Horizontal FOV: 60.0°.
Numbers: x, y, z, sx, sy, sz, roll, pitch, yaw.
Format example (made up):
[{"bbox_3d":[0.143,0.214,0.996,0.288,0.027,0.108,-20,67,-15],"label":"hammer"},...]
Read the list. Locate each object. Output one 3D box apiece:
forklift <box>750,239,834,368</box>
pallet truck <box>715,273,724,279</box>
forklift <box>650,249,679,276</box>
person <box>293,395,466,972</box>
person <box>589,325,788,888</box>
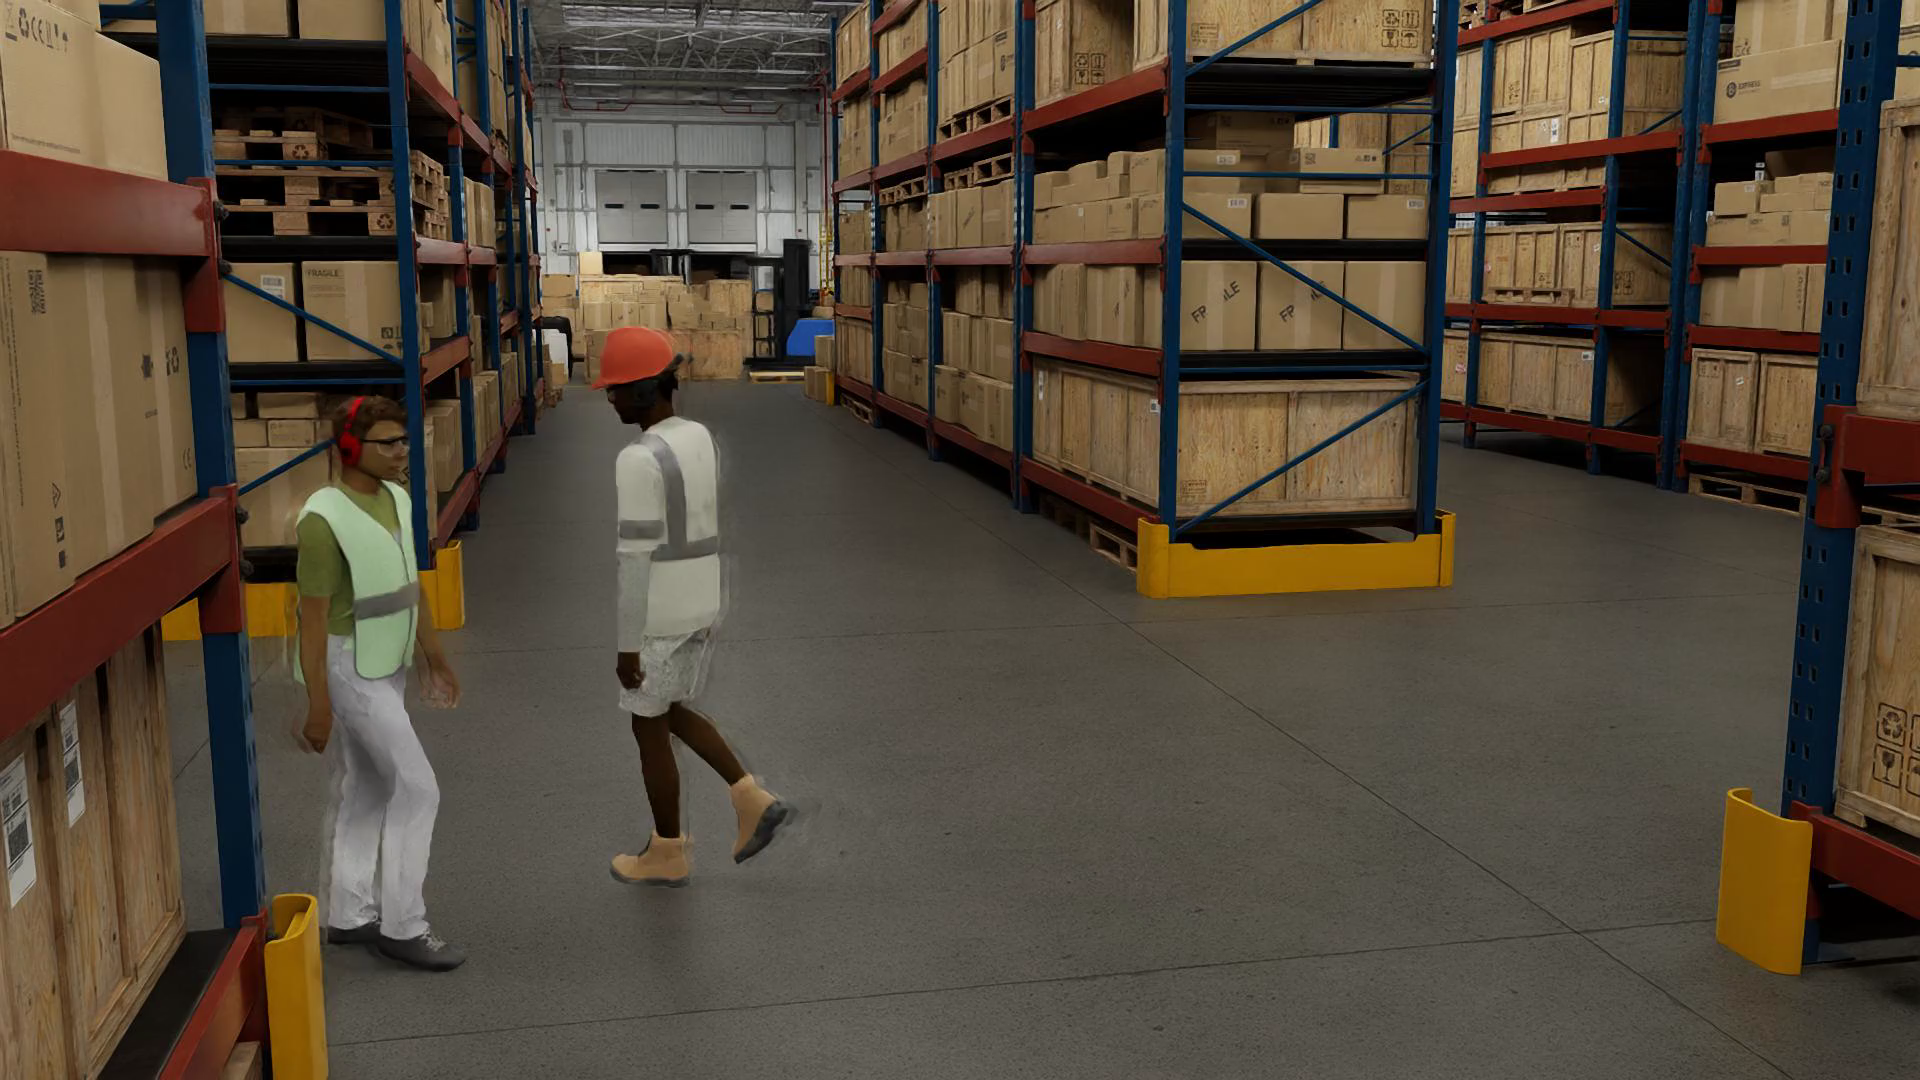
[{"bbox_3d":[-3.523,-5.161,36.282,1.873,2.768,1.129,2,10,13],"label":"forklift"},{"bbox_3d":[-8.580,-8.986,62.280,1.885,1.965,0.823,1,9,5],"label":"pallet truck"},{"bbox_3d":[-9.853,-8.337,55.638,1.129,2.768,1.873,-8,12,-40],"label":"forklift"},{"bbox_3d":[-1.790,0.453,5.301,0.666,1.823,0.572,0,9,1],"label":"person"},{"bbox_3d":[-0.984,0.258,5.876,0.598,2.016,0.653,3,10,17],"label":"person"}]
